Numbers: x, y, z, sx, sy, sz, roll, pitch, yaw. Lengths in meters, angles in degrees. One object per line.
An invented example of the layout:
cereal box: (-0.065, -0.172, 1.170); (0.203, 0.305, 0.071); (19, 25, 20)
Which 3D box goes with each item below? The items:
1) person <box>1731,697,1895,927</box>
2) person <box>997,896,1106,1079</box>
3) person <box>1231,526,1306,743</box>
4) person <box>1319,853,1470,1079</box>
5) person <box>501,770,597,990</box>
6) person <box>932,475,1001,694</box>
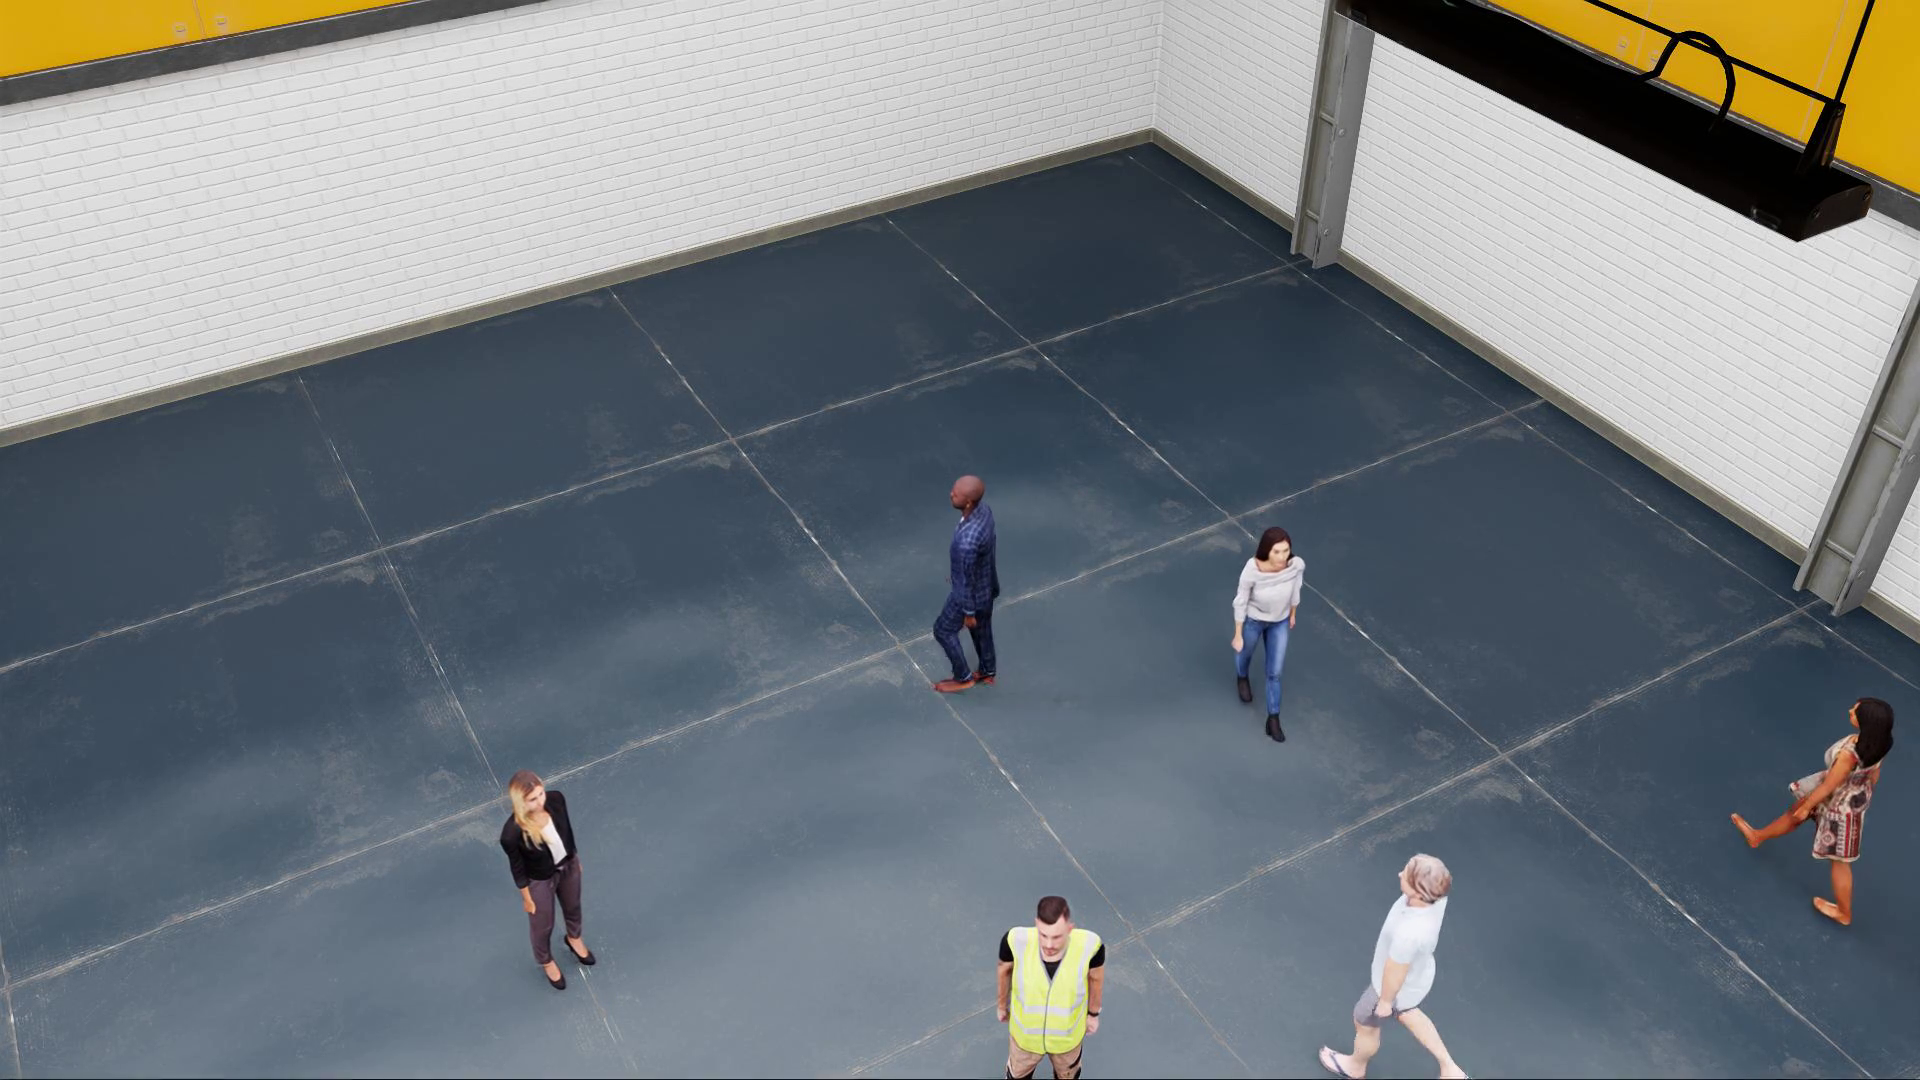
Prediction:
person: (5.218, 1.615, 9.739); (0.725, 1.593, 1.153); (-25, 45, -28)
person: (0.451, 2.447, 8.493); (0.849, 1.846, 0.892); (2, 39, 3)
person: (1.998, 0.507, 11.123); (0.866, 1.597, 1.057); (-5, 39, -6)
person: (2.377, 2.331, 8.668); (1.117, 1.810, 0.924); (22, 44, 25)
person: (-2.314, 1.887, 9.338); (0.664, 1.667, 0.660); (23, 44, 26)
person: (0.165, 0.311, 11.200); (0.866, 1.807, 0.806); (9, 39, 11)
